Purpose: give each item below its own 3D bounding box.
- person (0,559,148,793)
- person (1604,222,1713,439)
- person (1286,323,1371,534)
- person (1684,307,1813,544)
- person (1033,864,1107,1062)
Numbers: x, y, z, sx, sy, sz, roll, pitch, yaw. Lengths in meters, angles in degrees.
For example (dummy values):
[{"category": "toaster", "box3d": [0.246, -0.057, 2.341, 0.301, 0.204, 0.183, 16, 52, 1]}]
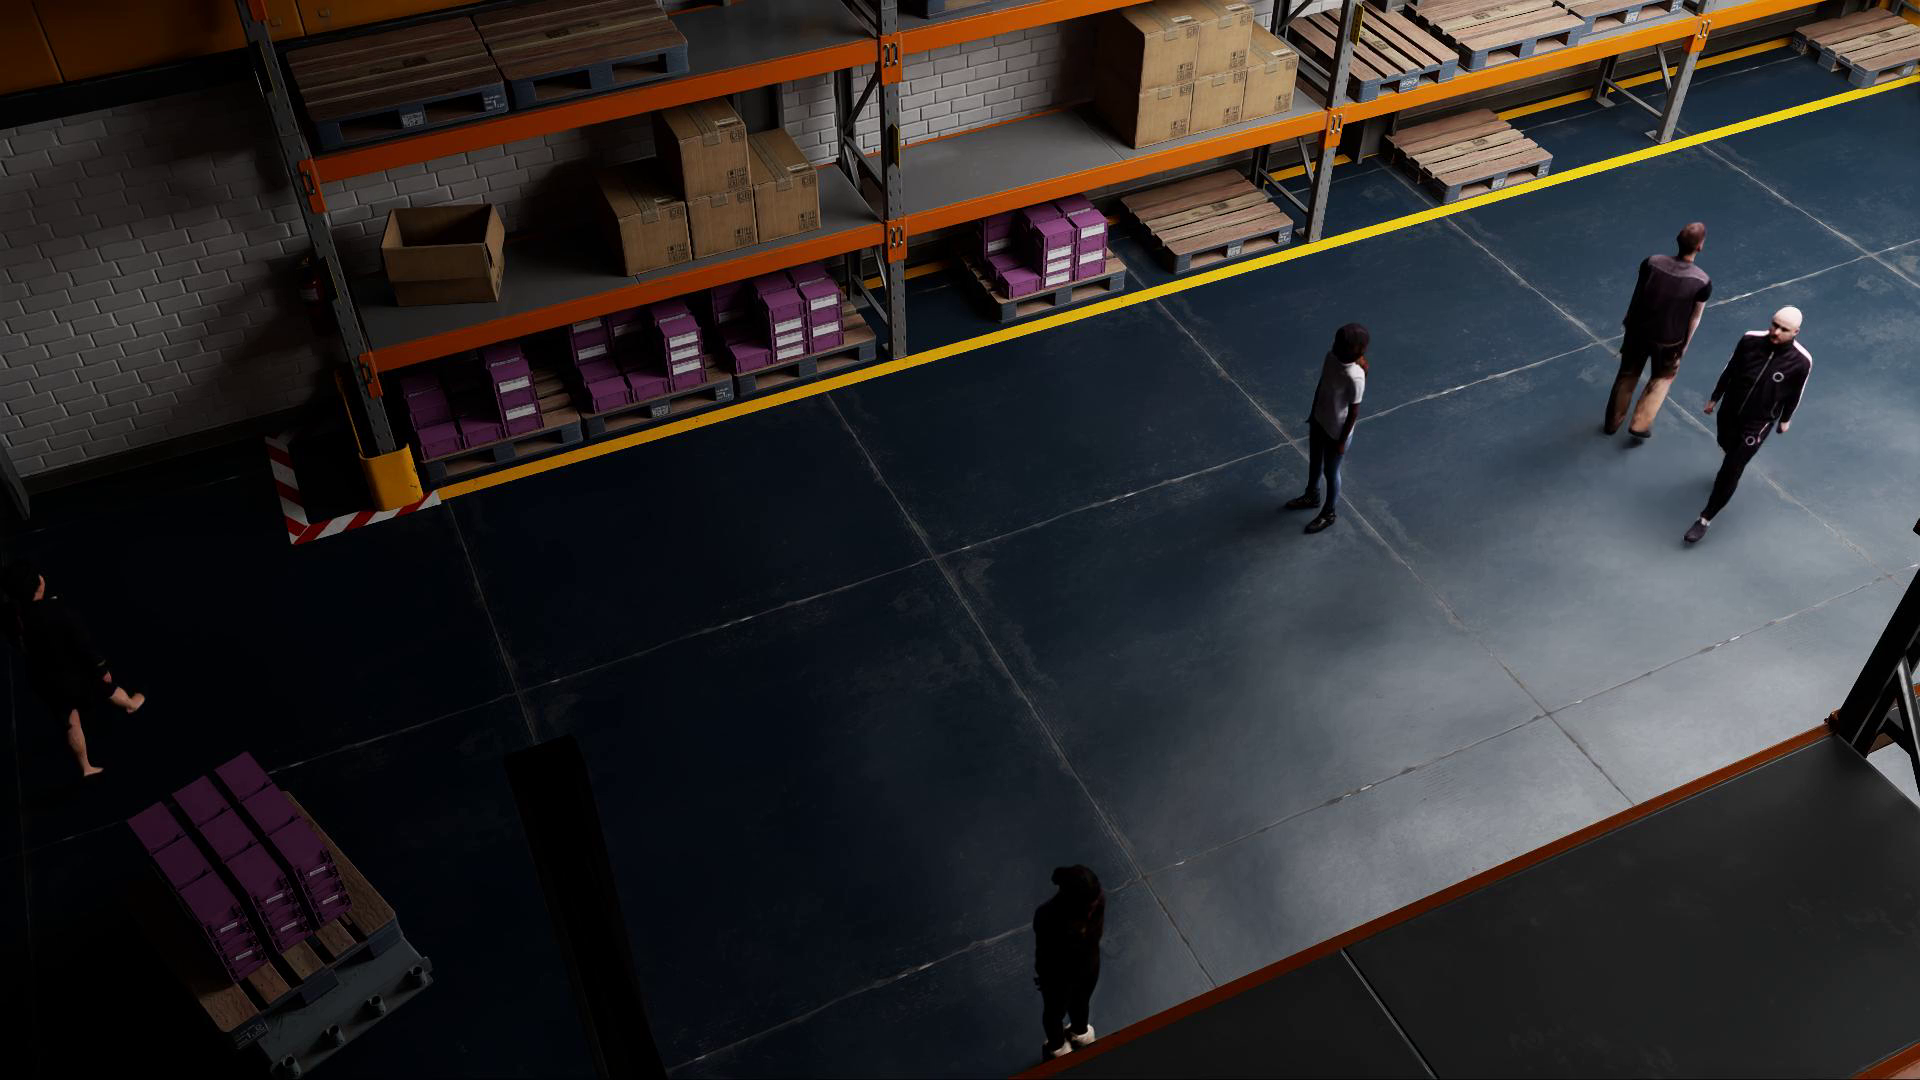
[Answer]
[{"category": "person", "box3d": [-5.340, 0.848, 9.868, 1.110, 1.634, 1.068, 1, 44, 1]}, {"category": "person", "box3d": [5.043, -1.471, 12.163, 0.815, 1.826, 0.837, 28, 50, 26]}, {"category": "person", "box3d": [2.580, -0.791, 11.527, 0.538, 1.719, 0.595, -14, 45, -15]}, {"category": "person", "box3d": [5.527, -0.909, 11.603, 1.320, 1.786, 0.942, -33, 52, -29]}, {"category": "person", "box3d": [0.547, 2.165, 8.466, 0.608, 1.661, 0.664, 0, 44, 0]}]
